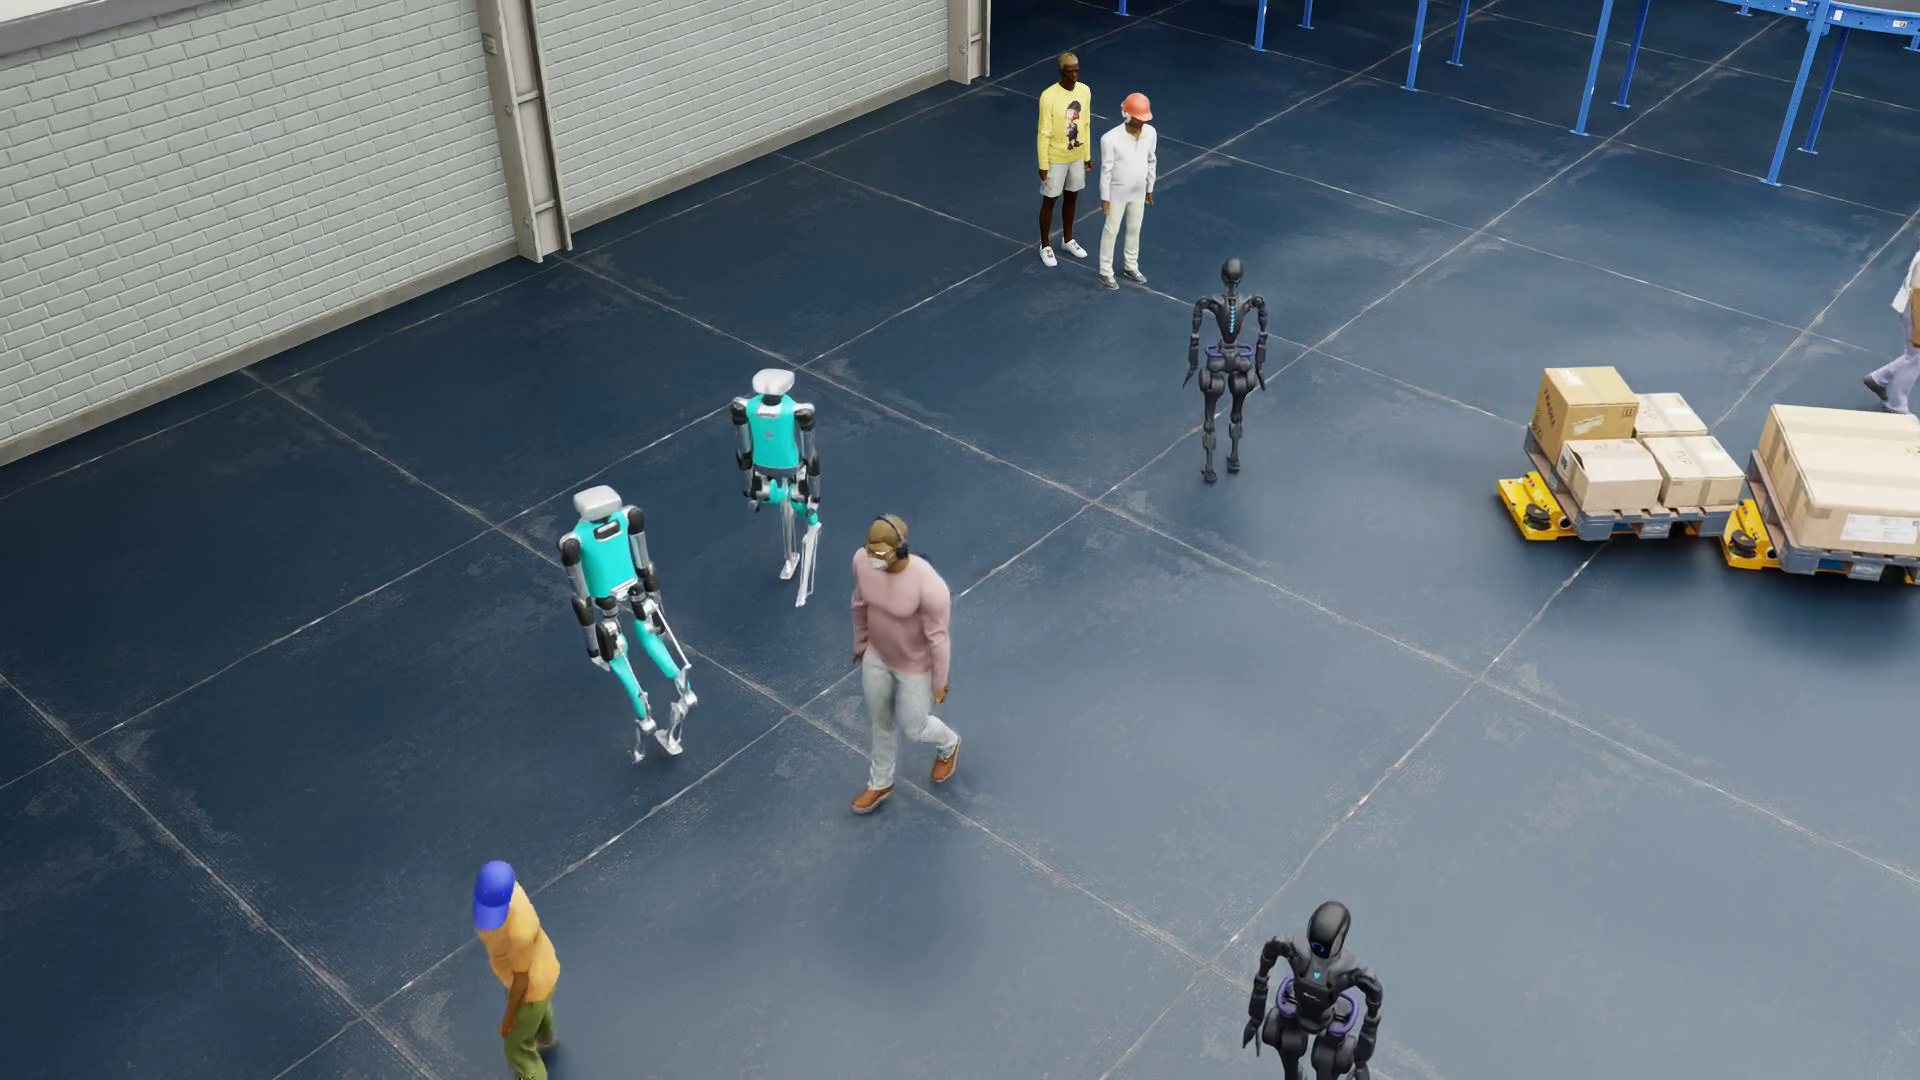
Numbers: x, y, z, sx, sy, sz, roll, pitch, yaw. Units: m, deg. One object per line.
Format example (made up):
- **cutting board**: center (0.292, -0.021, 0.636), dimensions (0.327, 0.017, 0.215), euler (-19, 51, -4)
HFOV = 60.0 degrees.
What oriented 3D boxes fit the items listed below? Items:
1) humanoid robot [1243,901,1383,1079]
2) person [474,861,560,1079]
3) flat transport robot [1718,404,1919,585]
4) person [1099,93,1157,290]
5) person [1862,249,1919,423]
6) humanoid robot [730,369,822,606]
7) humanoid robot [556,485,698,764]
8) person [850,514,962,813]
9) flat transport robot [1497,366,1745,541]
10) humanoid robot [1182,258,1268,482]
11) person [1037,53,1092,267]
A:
- **humanoid robot**: center (1.497, 2.156, 7.159), dimensions (0.587, 1.636, 0.675), euler (16, 39, 21)
- **person**: center (-1.985, 1.965, 7.413), dimensions (0.401, 1.674, 0.536), euler (-15, 38, -20)
- **flat transport robot**: center (5.965, -0.009, 11.400), dimensions (1.431, 0.231, 0.659), euler (5, 36, 8)
- **person**: center (1.455, -3.010, 14.343), dimensions (0.566, 1.743, 0.349), euler (-18, 39, -23)
- **person**: center (7.208, -1.691, 12.437), dimensions (0.621, 1.808, 0.479), euler (-29, 44, -34)
- **humanoid robot**: center (-1.094, -0.441, 10.741), dimensions (0.533, 1.772, 0.817), euler (5, 36, 8)
- **humanoid robot**: center (-1.763, 0.590, 9.301), dimensions (0.532, 1.753, 0.835), euler (-30, 45, -35)
- **person**: center (-0.328, 0.651, 9.055), dimensions (0.653, 1.924, 0.634), euler (26, 43, 31)
- **flat transport robot**: center (4.617, -0.277, 11.776), dimensions (1.431, 0.231, 0.659), euler (-2, 36, -3)
- **humanoid robot**: center (1.906, -1.200, 11.885), dimensions (0.601, 1.658, 0.433), euler (1, 35, 1)
- **person**: center (0.920, -3.377, 14.726), dimensions (0.550, 1.899, 0.374), euler (-20, 40, -25)
